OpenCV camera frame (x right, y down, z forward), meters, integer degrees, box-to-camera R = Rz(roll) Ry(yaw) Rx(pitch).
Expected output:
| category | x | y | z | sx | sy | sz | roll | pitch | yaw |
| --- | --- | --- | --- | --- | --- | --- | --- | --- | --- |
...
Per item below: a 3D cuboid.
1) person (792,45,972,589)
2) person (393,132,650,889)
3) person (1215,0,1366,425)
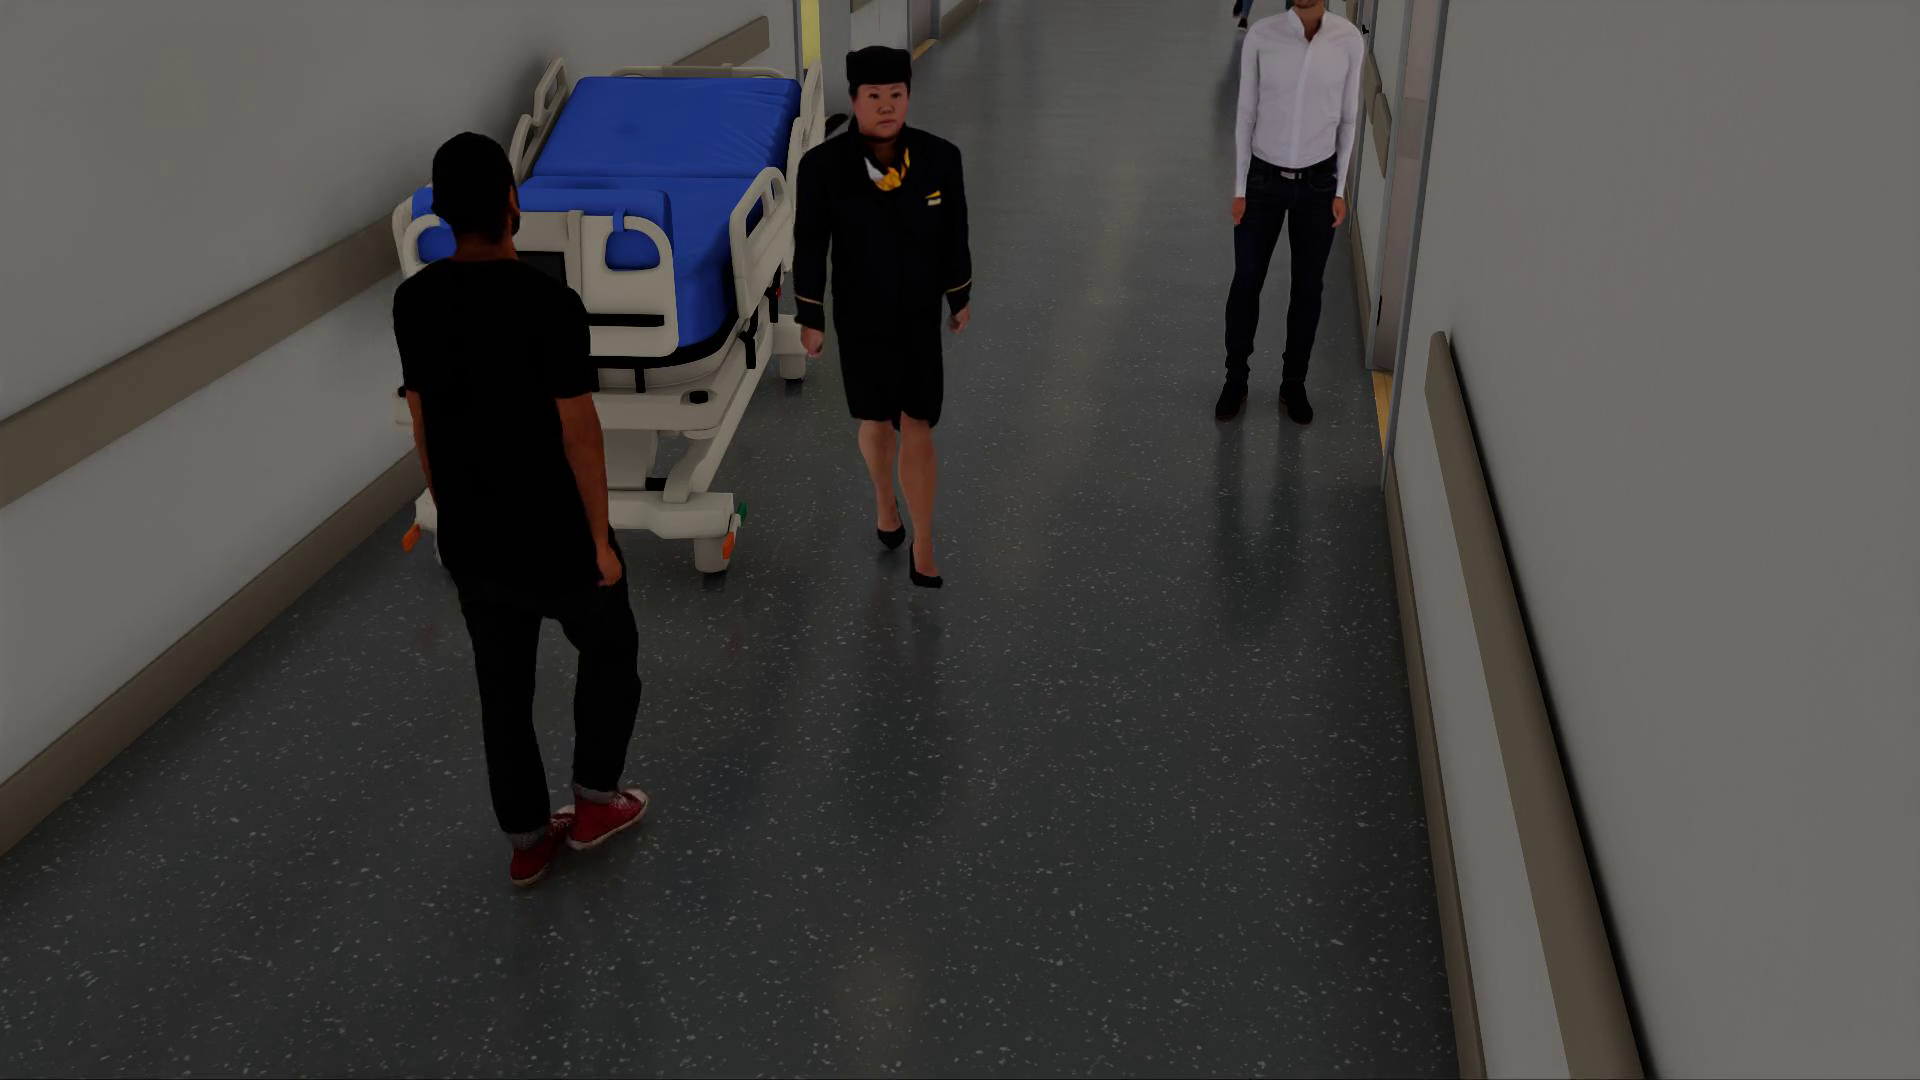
| category | x | y | z | sx | sy | sz | roll | pitch | yaw |
| --- | --- | --- | --- | --- | --- | --- | --- | --- | --- |
| person | -0.232 | -0.715 | 5.291 | 0.966 | 1.645 | 0.929 | -2 | 26 | -5 |
| person | -0.998 | 0.022 | 3.649 | 0.592 | 1.744 | 0.728 | 8 | 27 | 15 |
| person | 1.280 | -1.398 | 6.449 | 0.520 | 1.870 | 0.673 | 4 | 26 | 7 |
